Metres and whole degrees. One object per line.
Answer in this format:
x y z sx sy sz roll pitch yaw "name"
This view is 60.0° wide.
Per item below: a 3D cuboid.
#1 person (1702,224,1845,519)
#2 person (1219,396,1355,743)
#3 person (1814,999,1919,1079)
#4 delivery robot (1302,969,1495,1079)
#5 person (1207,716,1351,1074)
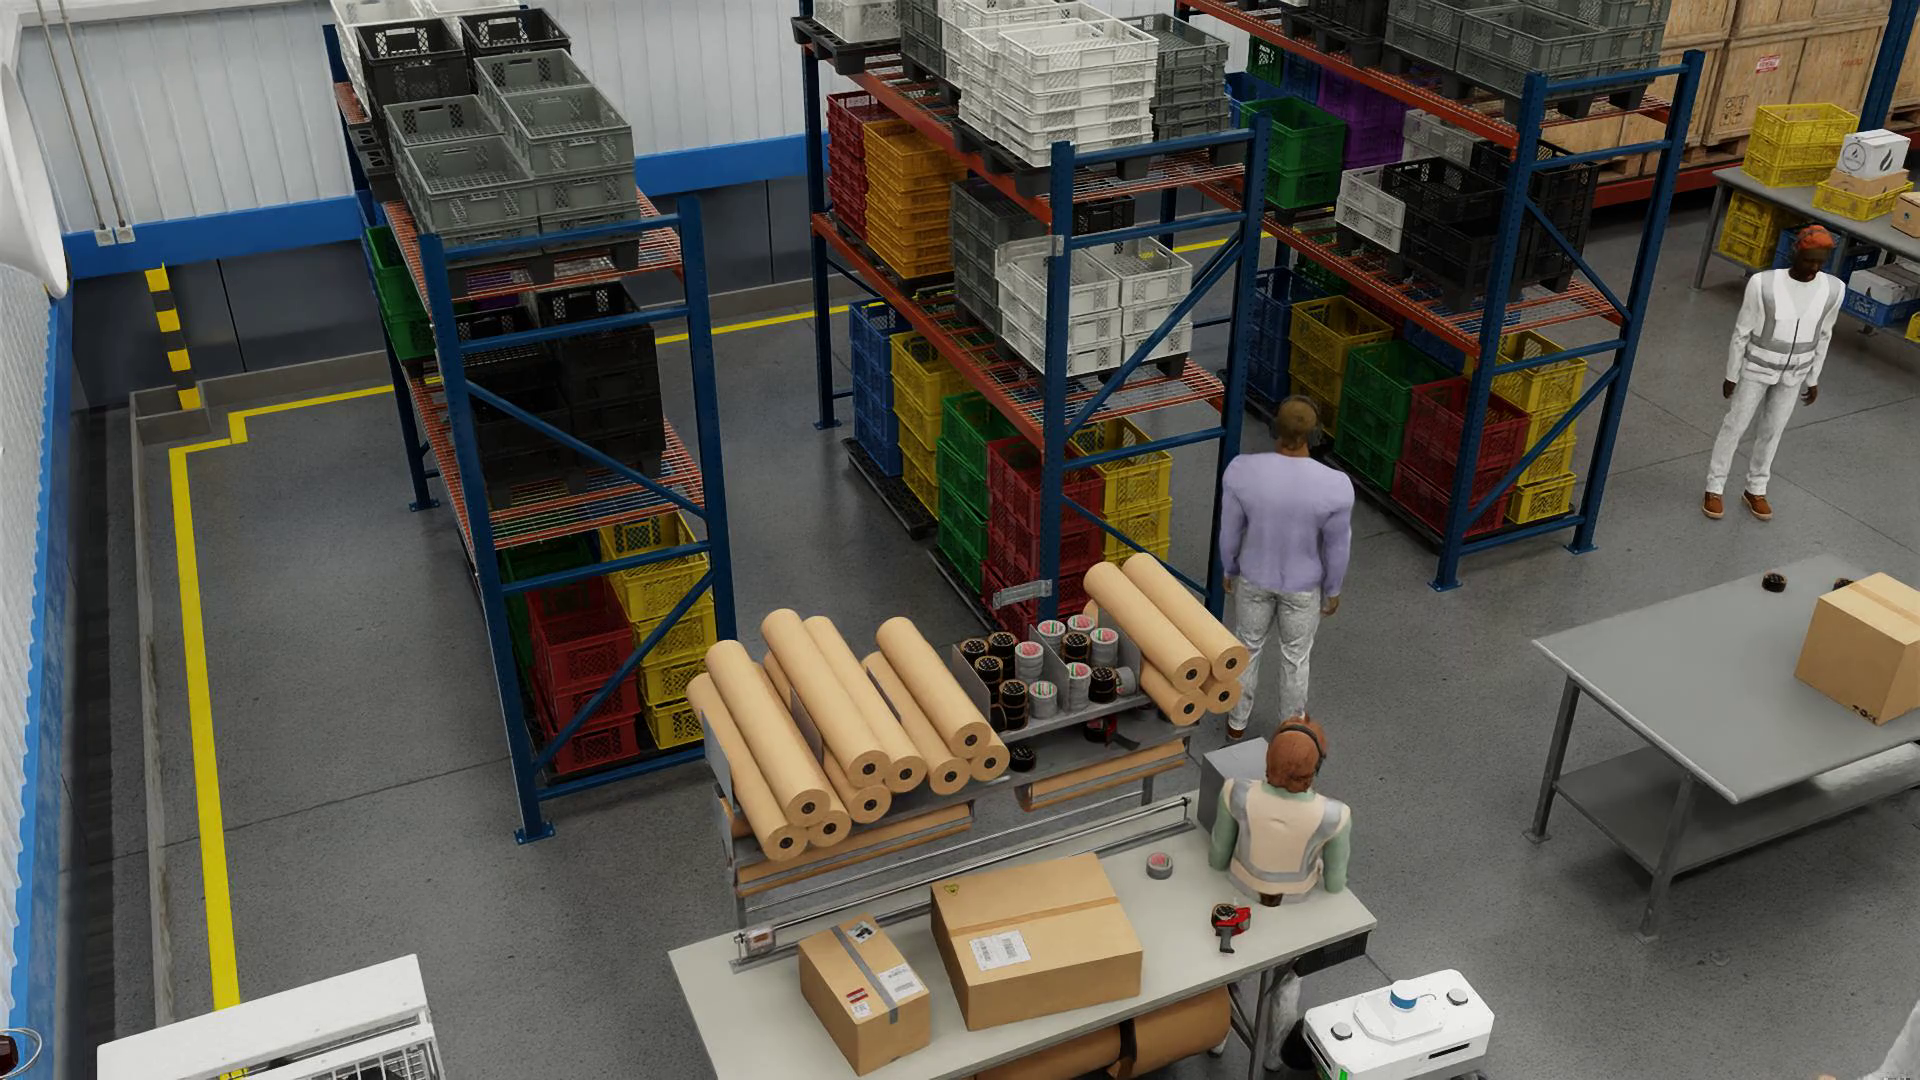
4.908 -0.999 10.039 0.575 1.885 0.355 2 32 3 "person"
1.551 0.185 8.068 0.631 1.939 0.372 11 33 17 "person"
3.593 1.573 5.923 0.557 1.837 0.643 16 35 24 "person"
1.701 1.919 6.473 0.707 0.478 0.477 -11 33 -17 "delivery robot"
1.200 1.389 6.400 0.523 1.631 0.316 9 33 14 "person"
